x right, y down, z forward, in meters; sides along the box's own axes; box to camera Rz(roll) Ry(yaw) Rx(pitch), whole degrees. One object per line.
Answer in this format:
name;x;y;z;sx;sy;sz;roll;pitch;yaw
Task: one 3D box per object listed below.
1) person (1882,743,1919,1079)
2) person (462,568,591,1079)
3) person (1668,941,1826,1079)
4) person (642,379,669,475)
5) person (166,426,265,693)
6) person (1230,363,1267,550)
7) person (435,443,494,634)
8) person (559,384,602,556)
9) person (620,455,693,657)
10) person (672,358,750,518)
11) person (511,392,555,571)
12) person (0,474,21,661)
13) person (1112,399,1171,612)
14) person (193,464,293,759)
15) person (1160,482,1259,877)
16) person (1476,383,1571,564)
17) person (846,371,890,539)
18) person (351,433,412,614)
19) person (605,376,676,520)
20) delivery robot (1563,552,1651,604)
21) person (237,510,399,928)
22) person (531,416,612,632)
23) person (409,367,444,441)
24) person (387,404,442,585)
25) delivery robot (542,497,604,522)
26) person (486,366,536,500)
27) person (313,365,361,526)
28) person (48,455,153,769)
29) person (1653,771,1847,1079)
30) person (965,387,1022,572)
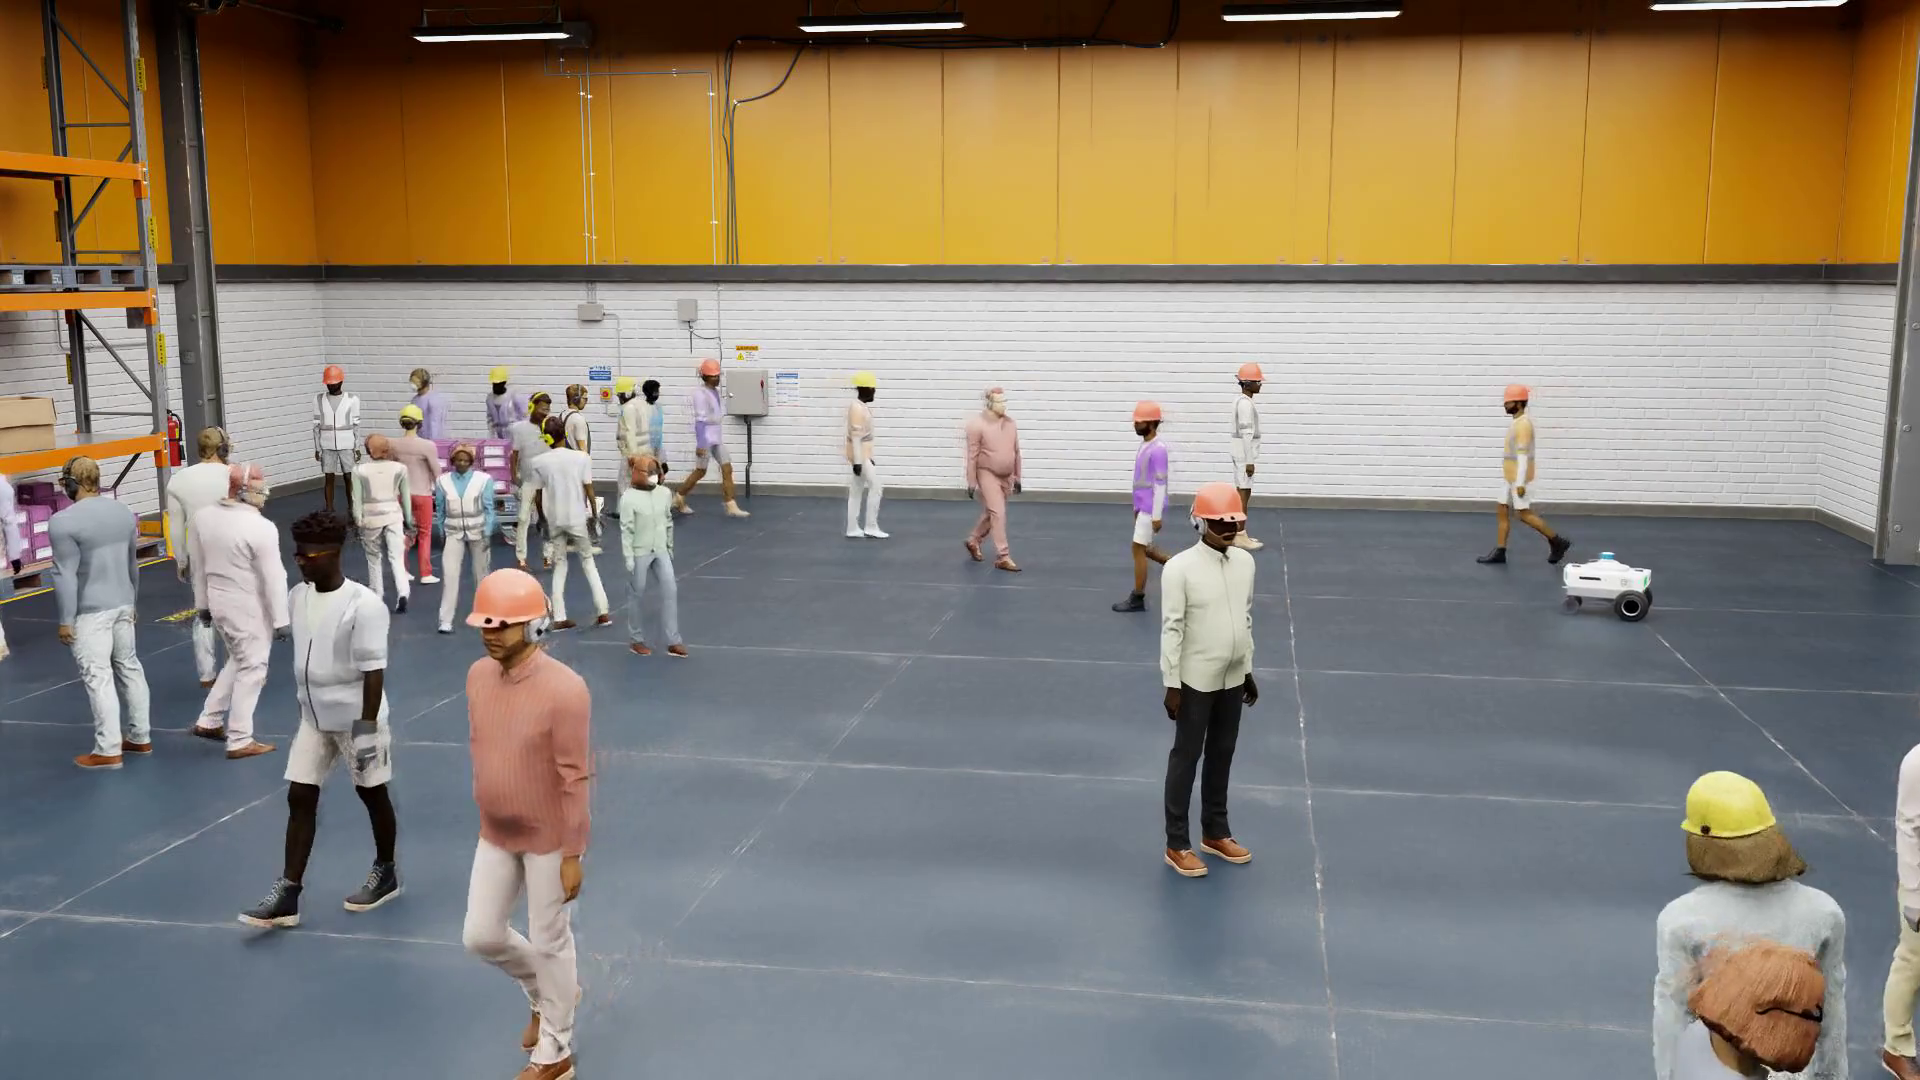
person;3.631;1.269;5.994;0.538;1.608;0.625;-2;9;-11
person;-1.576;1.070;6.108;0.615;1.981;0.473;5;10;29
person;1.639;1.644;3.696;0.405;1.602;0.540;3;10;17
person;-3.935;-1.200;21.123;0.364;1.681;0.525;6;11;31
person;-5.334;0.147;11.987;0.647;1.935;0.378;0;9;-2
person;3.159;-0.919;18.263;0.378;2.044;0.607;0;9;2
person;-4.159;0.000;13.945;0.508;1.600;0.812;-1;9;-4
person;-4.113;-0.752;17.860;0.345;1.840;0.504;-8;12;-40
person;-2.387;0.141;13.010;0.533;1.604;0.713;-9;13;-44
person;-3.152;-1.257;20.551;1.001;1.997;0.623;3;10;17
person;-4.272;-0.582;16.864;0.516;1.833;0.571;-3;10;-18
person;-7.524;0.118;12.604;0.646;1.791;0.983;0;9;-1
person;1.750;-0.302;14.836;0.723;1.919;0.561;0;9;-2
person;-4.449;0.448;10.354;0.745;1.871;0.415;6;11;32
person;1.277;0.690;8.427;0.625;1.992;0.389;-7;11;-36
person;5.846;-0.665;17.132;0.842;1.912;0.546;1;9;9
person;-1.009;-0.955;18.881;0.650;1.907;0.612;0;9;-1
person;-5.148;-0.154;14.872;0.521;1.608;0.780;-5;11;-29
person;-3.899;-1.108;20.241;0.825;1.800;0.626;2;9;11
delivery robot;5.711;0.352;14.689;0.707;0.478;0.477;5;10;26
person;-2.967;0.842;7.657;0.632;1.932;0.885;4;10;26
person;-3.270;-0.133;14.054;0.618;1.843;0.433;-1;9;-7
person;-6.321;-1.130;20.007;0.627;1.913;0.903;8;12;42
person;-5.274;-0.431;16.127;0.541;1.764;0.345;2;9;12
delivery robot;-4.485;-0.377;19.214;0.707;0.478;0.477;-1;9;-4
person;-5.759;-1.326;21.404;0.634;1.860;1.046;6;11;31
person;-7.438;-1.121;19.875;0.543;1.927;0.375;-2;9;-13
person;-5.298;0.437;10.240;0.401;1.925;0.633;2;9;13
person;2.119;1.479;4.443;0.535;1.704;0.631;1;9;7
person;0.328;-0.649;17.131;0.652;1.875;0.927;-8;12;-41
